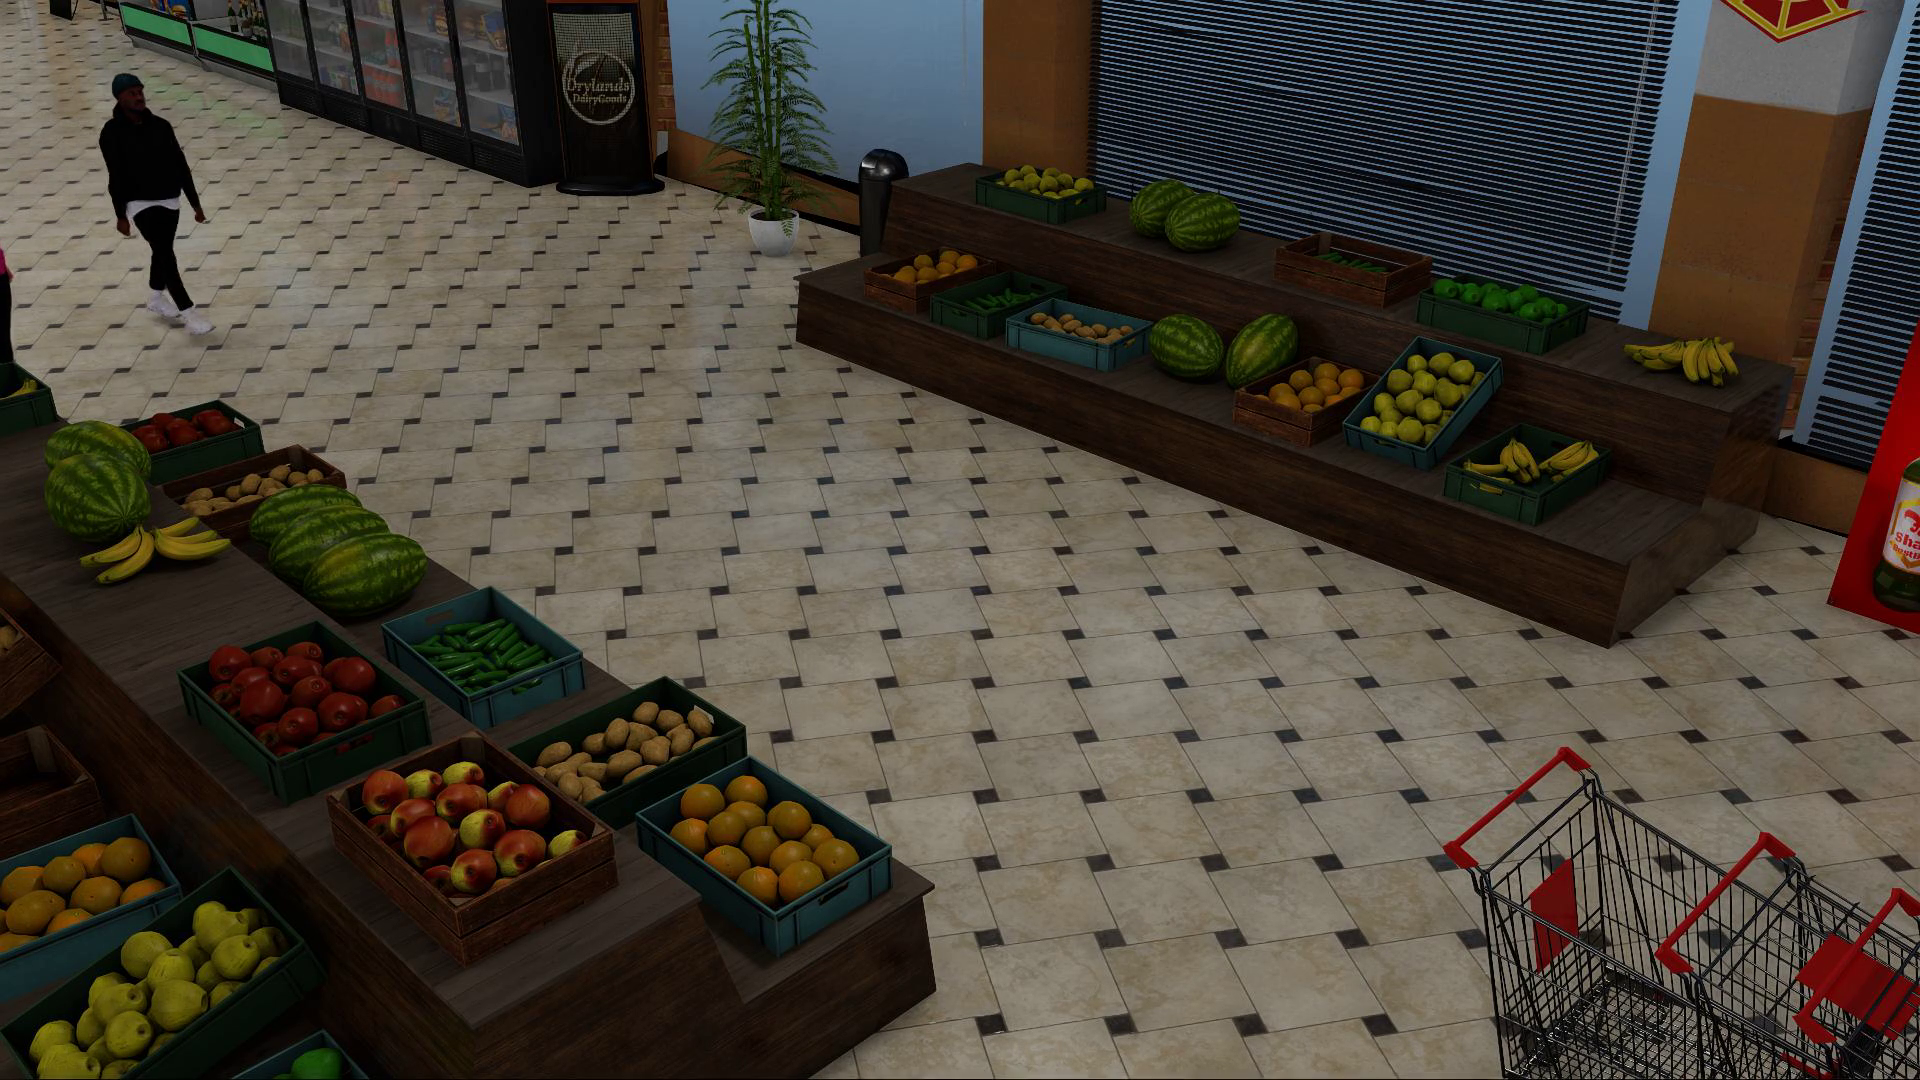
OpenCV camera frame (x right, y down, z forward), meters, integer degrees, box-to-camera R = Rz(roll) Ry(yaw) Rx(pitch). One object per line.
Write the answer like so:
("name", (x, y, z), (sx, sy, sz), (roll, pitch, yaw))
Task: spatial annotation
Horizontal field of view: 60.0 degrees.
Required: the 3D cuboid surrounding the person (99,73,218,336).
("person", (-5.660, -2.332, 11.577), (1.245, 1.778, 0.879), (16, 31, 28))
